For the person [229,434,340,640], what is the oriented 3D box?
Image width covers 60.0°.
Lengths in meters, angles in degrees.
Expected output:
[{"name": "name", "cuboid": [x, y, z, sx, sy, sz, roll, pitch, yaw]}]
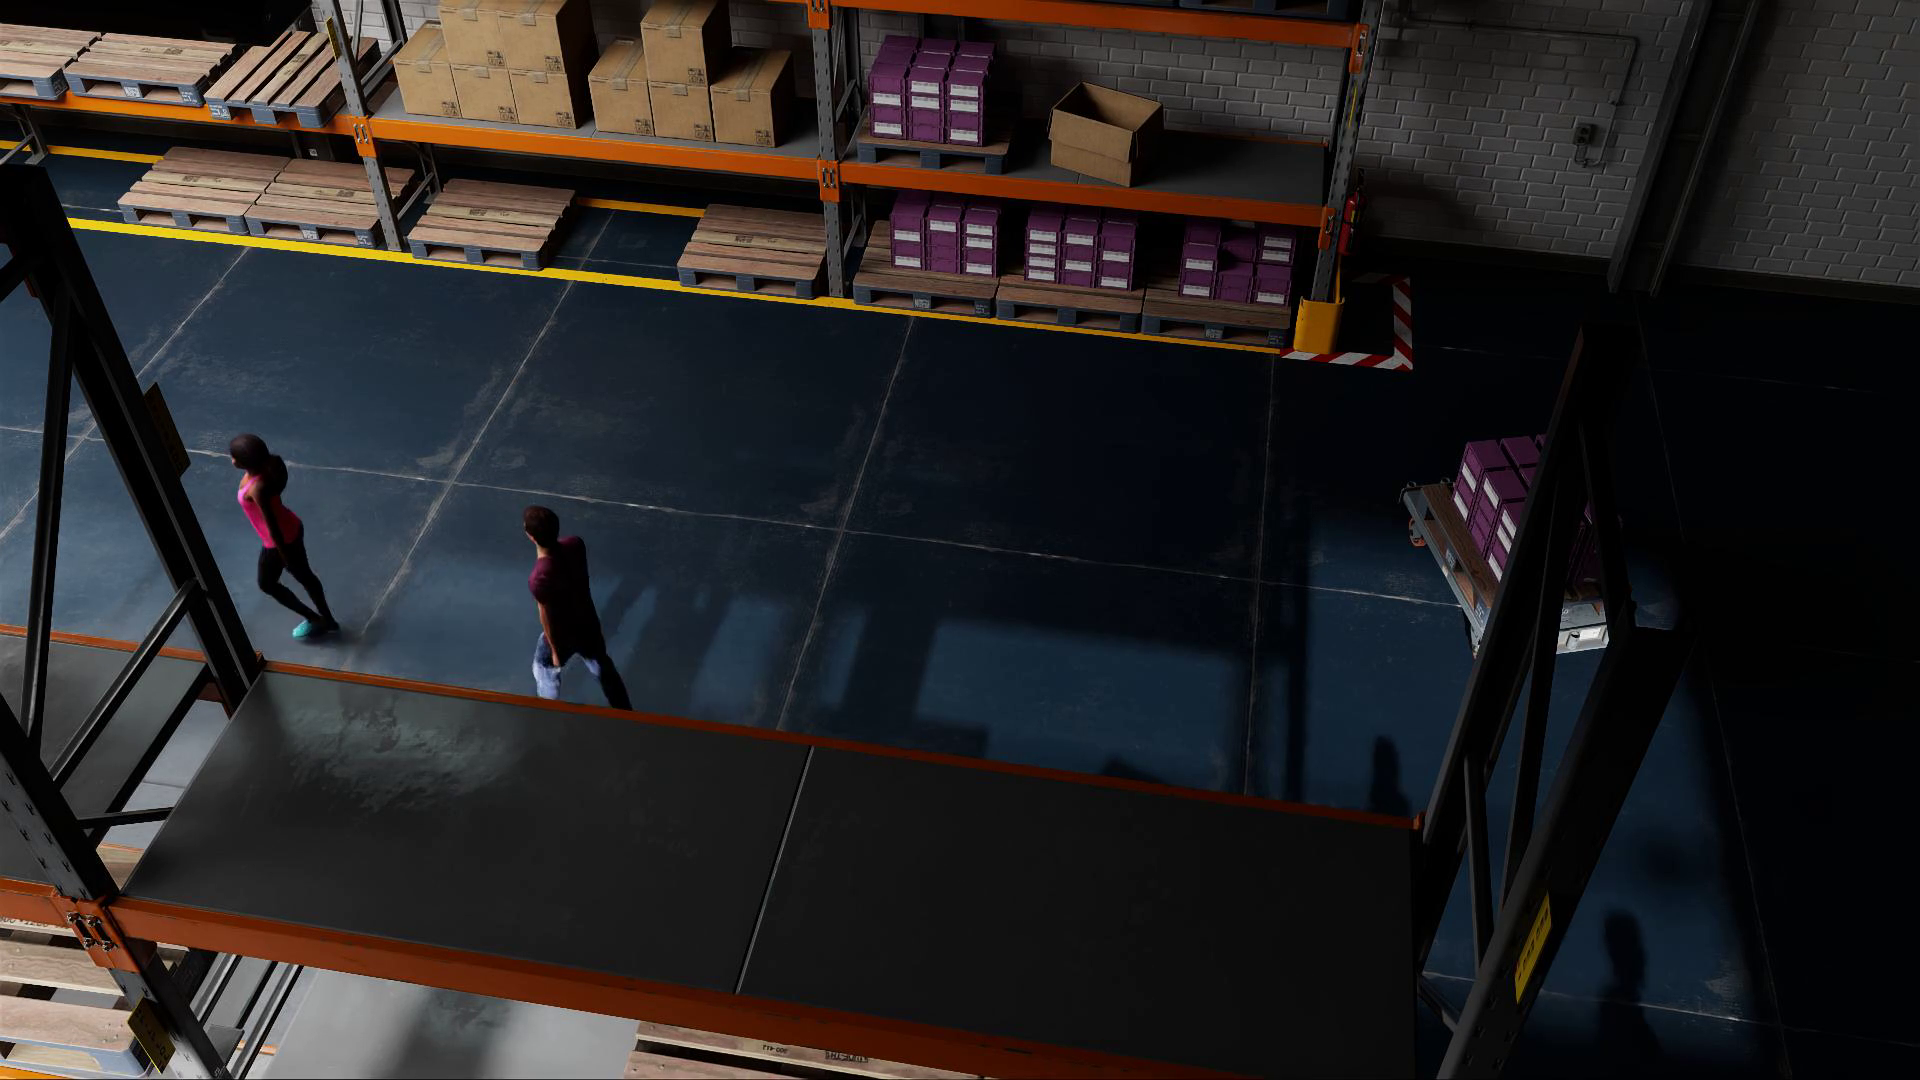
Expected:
[{"name": "person", "cuboid": [-4.299, -0.009, 10.771, 0.683, 1.711, 0.634, -4, 44, -4]}]

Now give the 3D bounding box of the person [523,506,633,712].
[{"name": "person", "cuboid": [-2.294, 0.563, 10.095, 1.123, 1.816, 0.880, 19, 47, 19]}]
